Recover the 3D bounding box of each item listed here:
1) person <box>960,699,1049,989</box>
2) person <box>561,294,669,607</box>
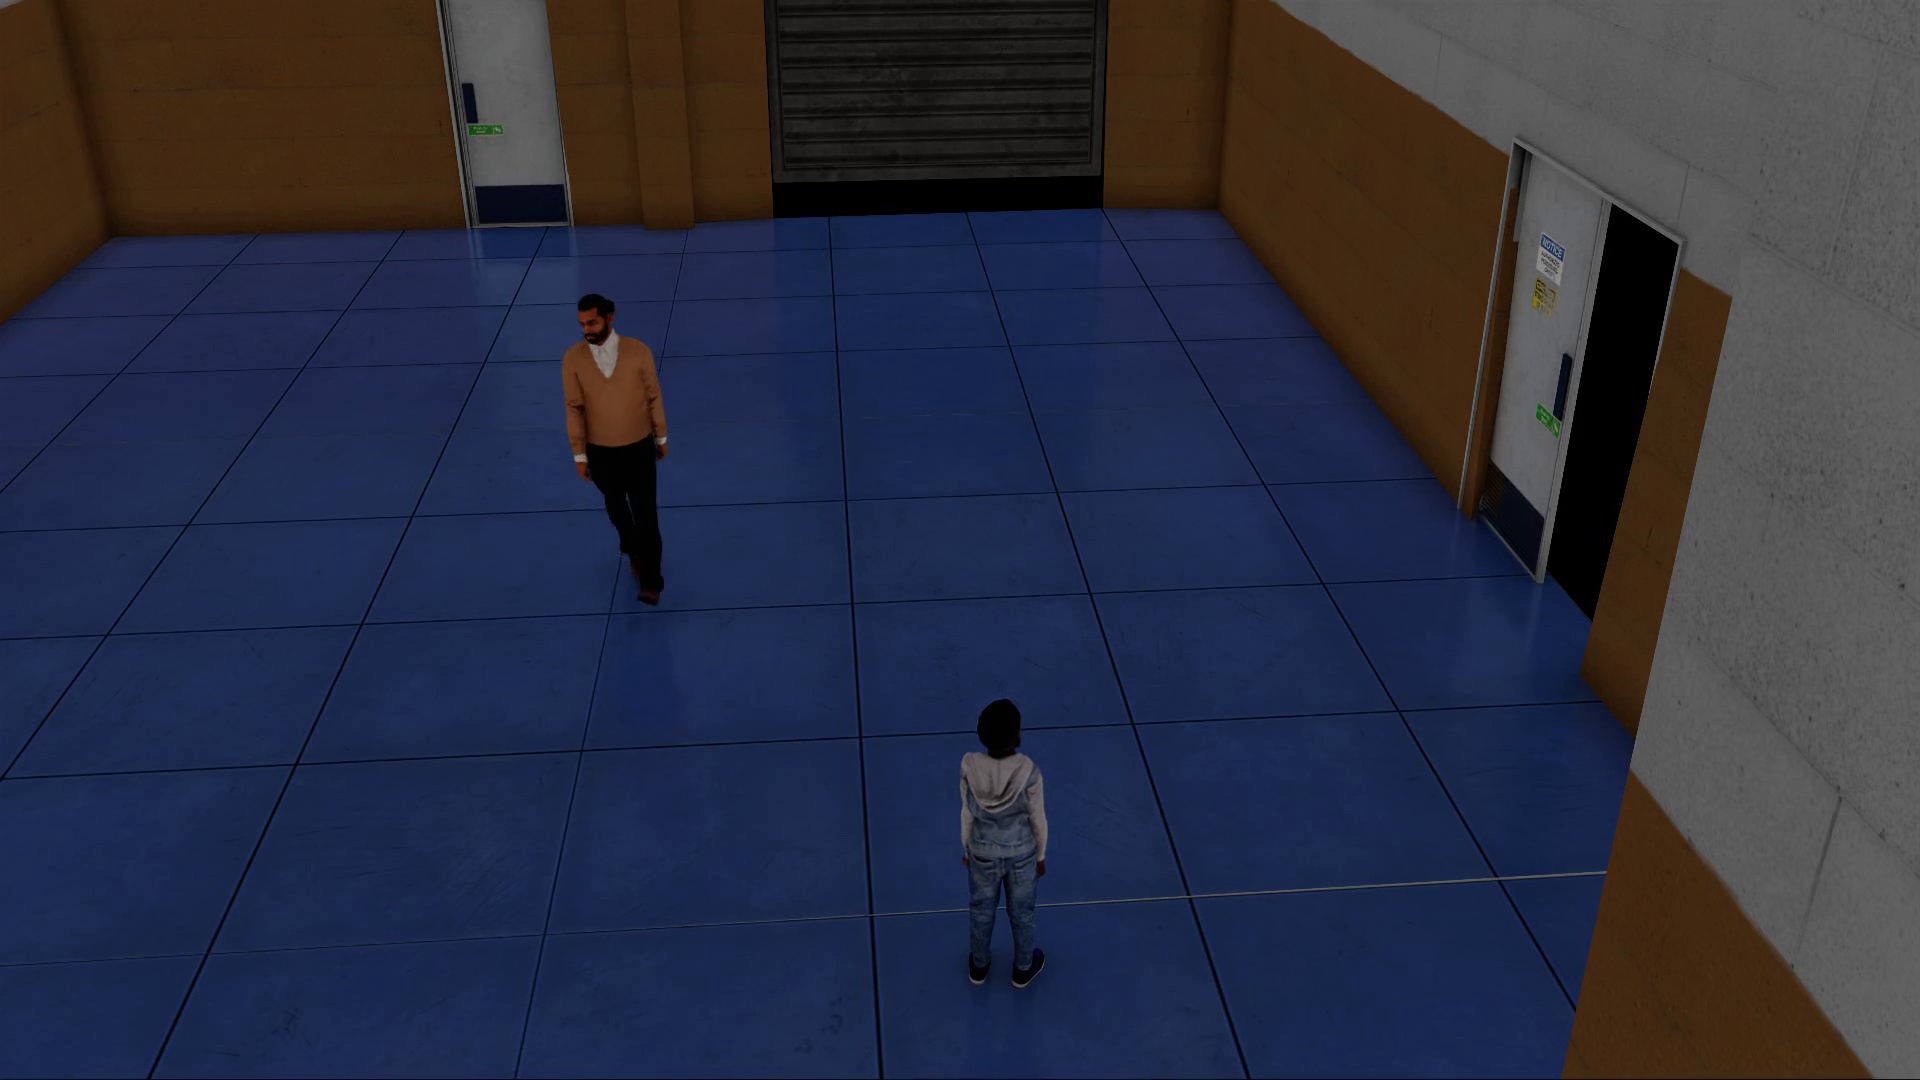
[{"bbox_3d":[0.156,1.148,6.267,0.501,1.261,0.595,6,27,11],"label":"person"},{"bbox_3d":[-1.858,-0.534,9.069,1.016,1.720,0.737,-5,27,-9],"label":"person"}]
